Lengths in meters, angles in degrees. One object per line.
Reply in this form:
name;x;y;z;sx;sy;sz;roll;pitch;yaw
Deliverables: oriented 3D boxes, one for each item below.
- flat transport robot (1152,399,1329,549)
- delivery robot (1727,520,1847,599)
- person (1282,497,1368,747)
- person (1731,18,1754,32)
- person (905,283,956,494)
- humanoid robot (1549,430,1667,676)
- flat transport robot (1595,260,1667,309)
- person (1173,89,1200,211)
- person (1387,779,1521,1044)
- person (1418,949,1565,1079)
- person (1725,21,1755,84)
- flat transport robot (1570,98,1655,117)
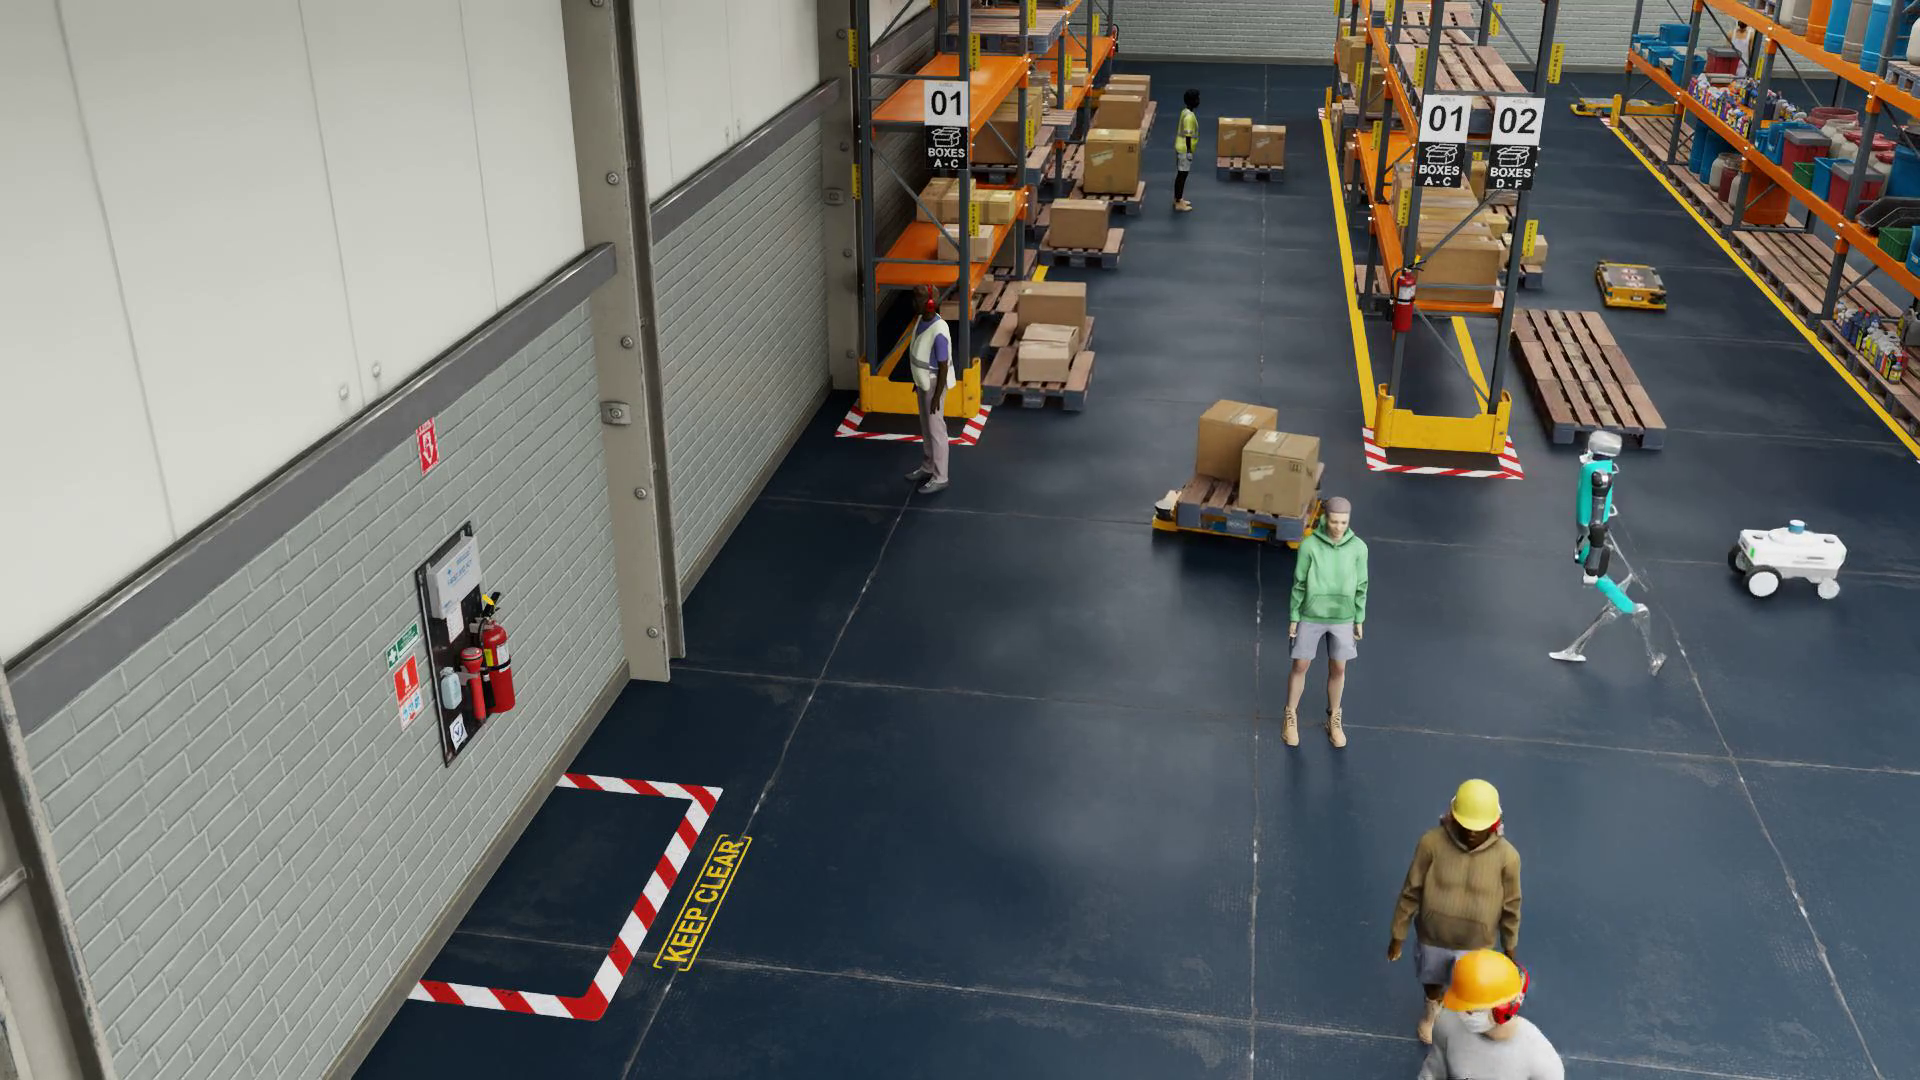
flat transport robot;2.369;-0.201;13.788;1.431;0.231;0.659;9;26;18
delivery robot;6.318;0.137;12.731;0.774;0.599;0.499;3;25;7
person;2.316;0.513;10.533;0.471;1.735;0.326;2;25;4
person;15.132;-9.677;32.352;0.903;1.717;0.528;-4;25;-8
person;-0.245;-1.313;14.302;0.389;1.847;0.563;-8;26;-17
humanoid robot;4.597;0.135;11.384;0.891;1.806;0.545;4;25;9
flat transport robot;8.012;-3.051;19.888;0.659;0.231;1.431;6;26;13
person;3.196;-5.508;23.468;0.322;1.690;0.532;1;25;2
person;2.308;1.814;7.759;0.554;1.721;0.901;10;27;21
person;2.038;2.365;6.425;0.647;1.855;0.461;22;33;38
person;13.731;-8.391;29.448;0.531;1.854;0.412;11;27;23
flat transport robot;11.842;-7.811;30.075;1.431;0.231;0.659;4;25;9
